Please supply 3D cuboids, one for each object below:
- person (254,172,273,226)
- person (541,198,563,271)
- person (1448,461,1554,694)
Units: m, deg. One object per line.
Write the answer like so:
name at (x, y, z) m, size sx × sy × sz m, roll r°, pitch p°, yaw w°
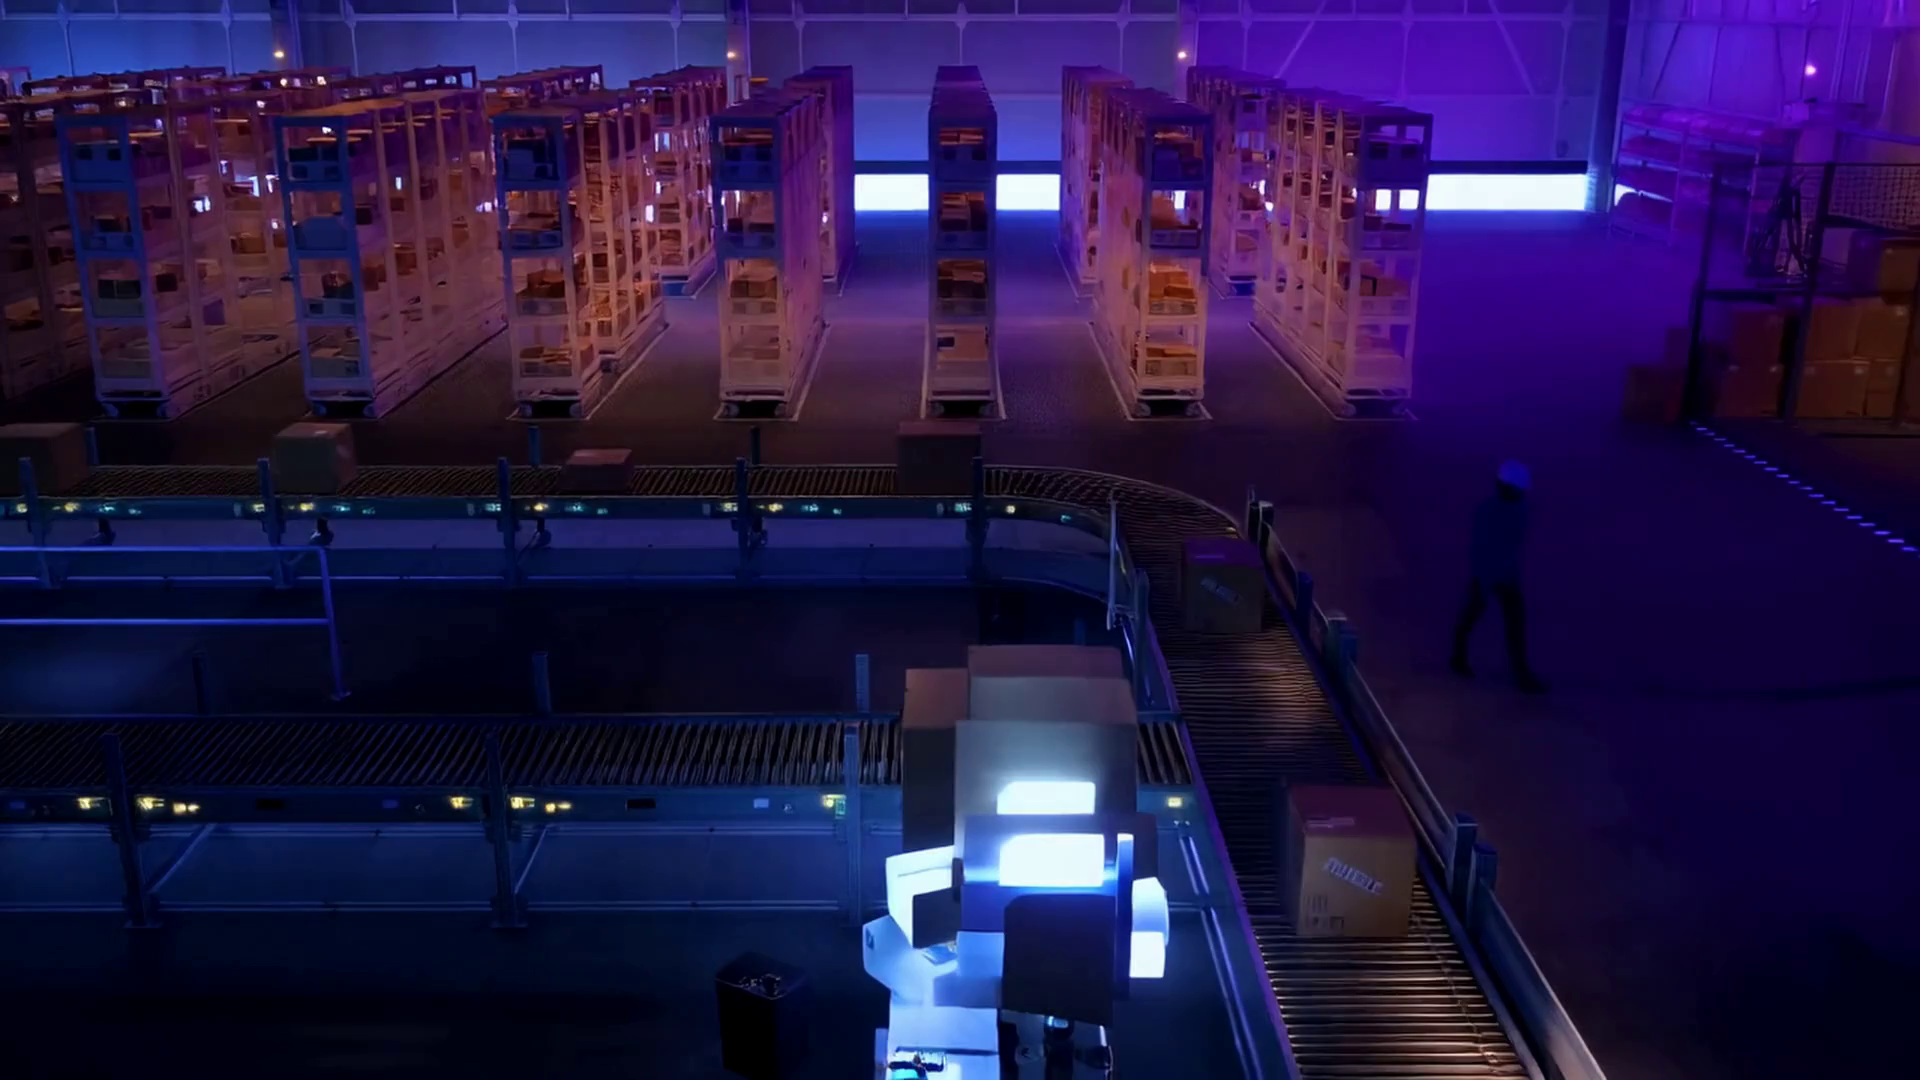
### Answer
person at (-14.112, -6.818, 33.663) m, size 0.390 × 1.839 × 0.564 m, roll -3°, pitch 18°, yaw -10°
person at (-6.470, -4.583, 26.795) m, size 0.591 × 1.830 × 0.403 m, roll -6°, pitch 19°, yaw -18°
person at (3.932, 0.265, 12.026) m, size 0.549 × 1.713 × 0.895 m, roll -10°, pitch 20°, yaw -28°
